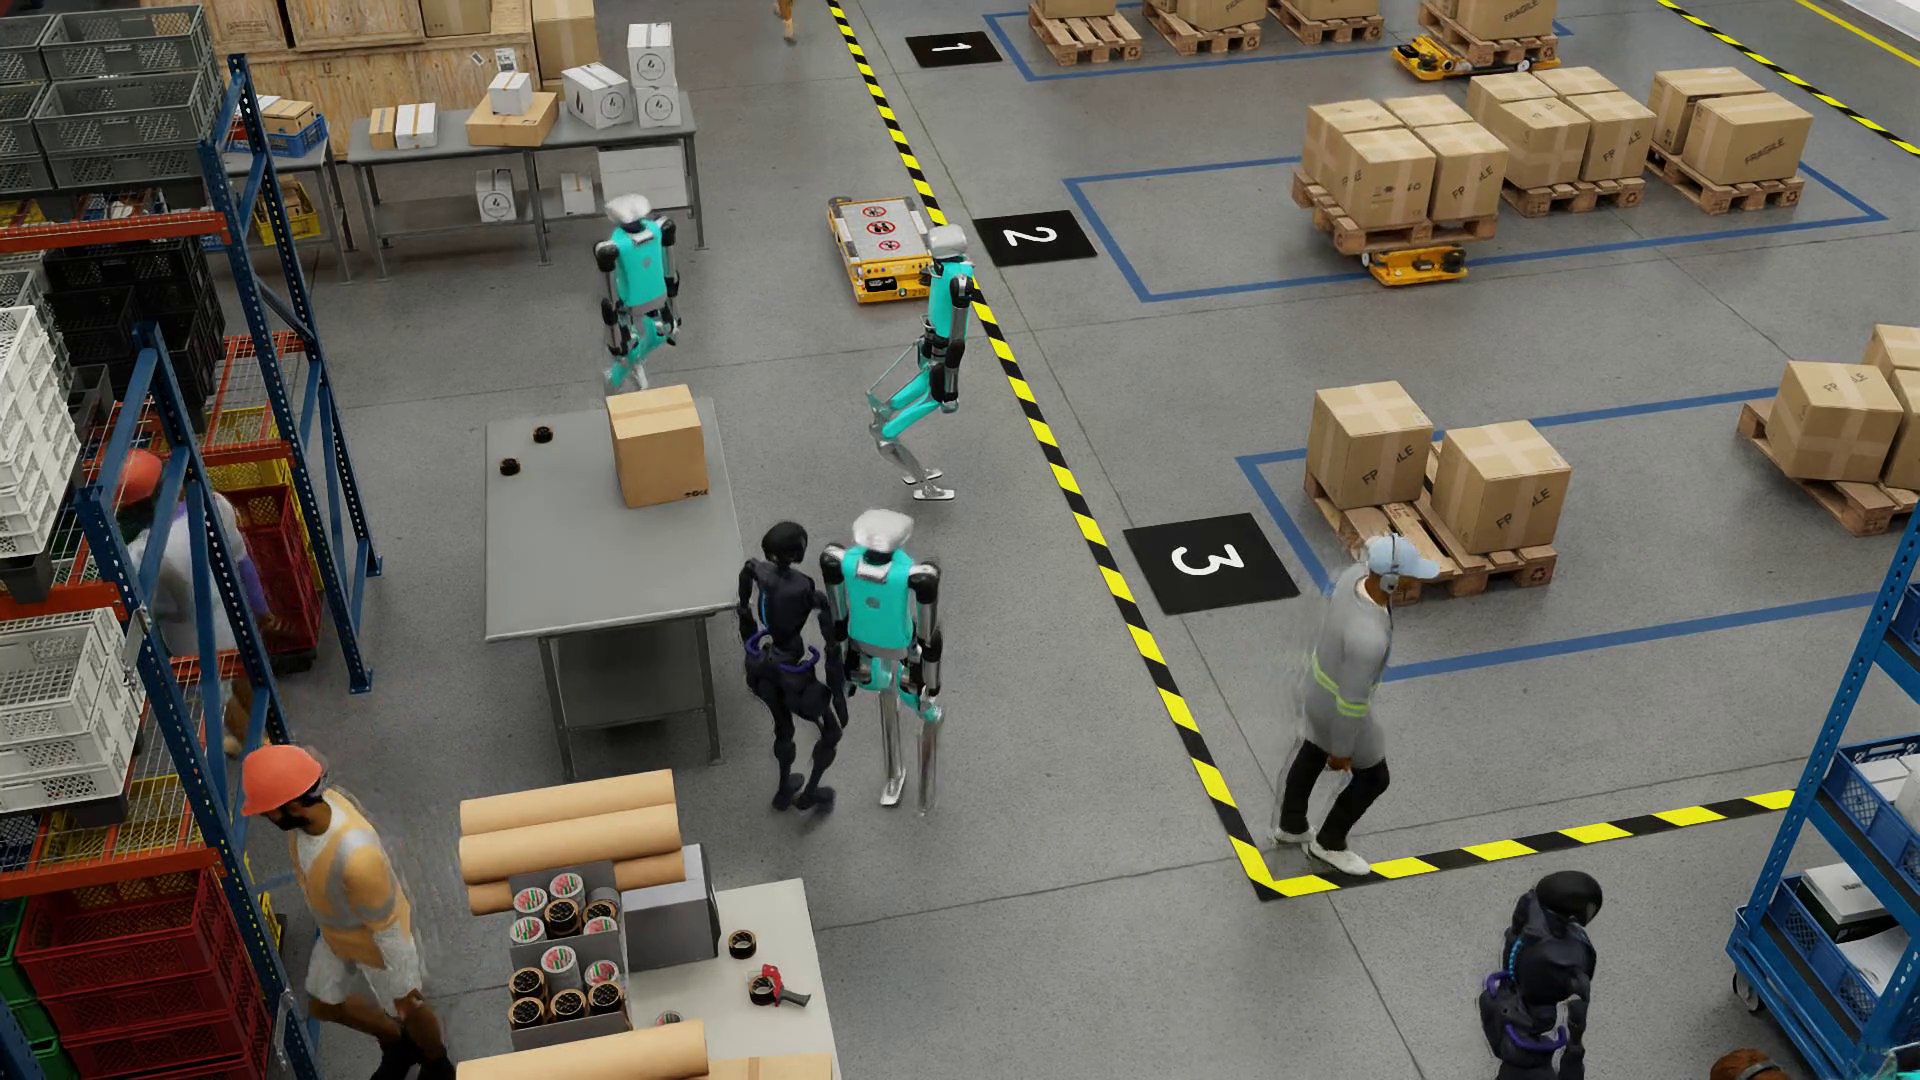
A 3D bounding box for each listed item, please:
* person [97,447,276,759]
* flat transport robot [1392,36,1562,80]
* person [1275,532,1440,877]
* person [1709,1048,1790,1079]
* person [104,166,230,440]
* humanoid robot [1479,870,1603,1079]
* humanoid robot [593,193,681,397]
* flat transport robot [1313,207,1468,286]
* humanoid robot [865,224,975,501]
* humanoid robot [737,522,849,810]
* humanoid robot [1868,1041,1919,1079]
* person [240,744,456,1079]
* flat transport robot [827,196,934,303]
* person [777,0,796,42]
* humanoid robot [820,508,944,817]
[{"bbox_3d":[-3.433,0.417,7.537,0.651,2.003,0.632,12,38,15],"label":"person"},{"bbox_3d":[4.899,-4.620,15.740,1.431,0.197,0.652,-8,37,-10],"label":"flat transport robot"},{"bbox_3d":[1.731,0.716,7.282,0.562,1.830,0.610,0,37,1],"label":"person"},{"bbox_3d":[2.272,2.233,5.235,0.626,1.844,0.429,-17,40,-22],"label":"person"},{"bbox_3d":[-4.914,-1.480,10.235,0.502,1.837,0.341,24,43,28],"label":"person"},{"bbox_3d":[2.060,1.775,5.979,0.359,1.652,0.602,-4,37,-5],"label":"humanoid robot"},{"bbox_3d":[-2.049,-1.294,10.149,0.546,1.887,0.805,-30,46,-34],"label":"humanoid robot"},{"bbox_3d":[3.272,-2.376,12.724,0.652,0.197,1.431,-8,37,-10],"label":"flat transport robot"},{"bbox_3d":[-0.281,-0.980,9.528,0.735,1.677,0.533,-8,37,-11],"label":"humanoid robot"},{"bbox_3d":[-0.777,0.595,7.572,0.610,1.656,0.327,22,42,26],"label":"humanoid robot"},{"bbox_3d":[3.492,1.908,5.807,1.028,1.764,0.539,5,37,7],"label":"humanoid robot"},{"bbox_3d":[-2.229,1.489,6.184,0.667,1.901,0.445,28,45,32],"label":"person"},{"bbox_3d":[-0.570,-2.220,12.538,0.659,0.231,1.431,-8,37,-10],"label":"flat transport robot"},{"bbox_3d":[-1.735,-5.897,16.033,0.618,2.027,0.634,-11,38,-15],"label":"person"},{"bbox_3d":[-0.278,0.516,7.628,0.533,1.796,0.679,11,38,14],"label":"humanoid robot"}]
